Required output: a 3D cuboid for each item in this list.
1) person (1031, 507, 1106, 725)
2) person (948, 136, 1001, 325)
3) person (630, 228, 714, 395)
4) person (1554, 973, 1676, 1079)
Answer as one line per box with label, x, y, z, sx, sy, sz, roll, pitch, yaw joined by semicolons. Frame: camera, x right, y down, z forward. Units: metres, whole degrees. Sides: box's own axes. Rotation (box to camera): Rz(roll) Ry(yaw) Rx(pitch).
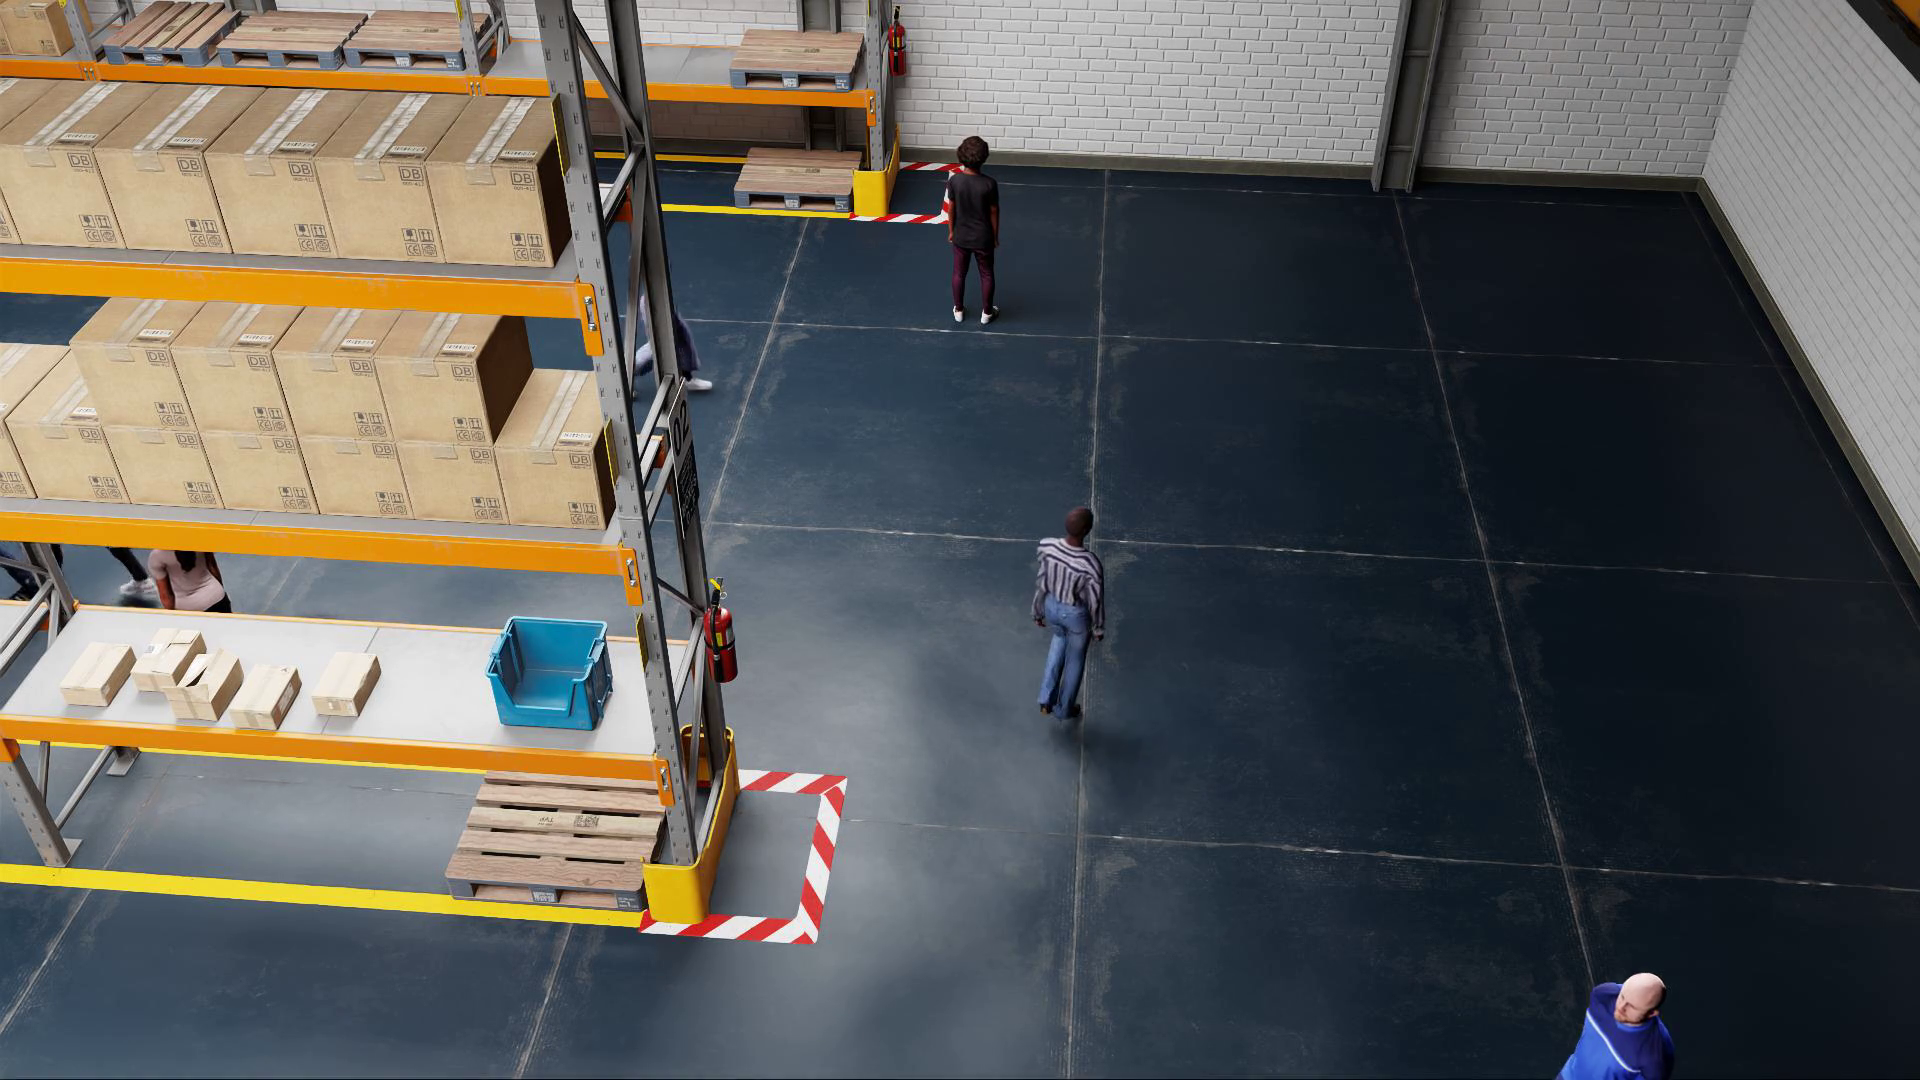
person;0.655;0.558;10.703;0.767;1.780;0.848;22;44;25
person;0.119;-2.761;14.857;0.526;1.784;0.695;6;39;8
person;-2.591;-1.912;13.883;1.044;1.672;0.593;2;39;3
person;3.170;2.676;8.036;1.299;1.801;1.050;-14;41;-17
